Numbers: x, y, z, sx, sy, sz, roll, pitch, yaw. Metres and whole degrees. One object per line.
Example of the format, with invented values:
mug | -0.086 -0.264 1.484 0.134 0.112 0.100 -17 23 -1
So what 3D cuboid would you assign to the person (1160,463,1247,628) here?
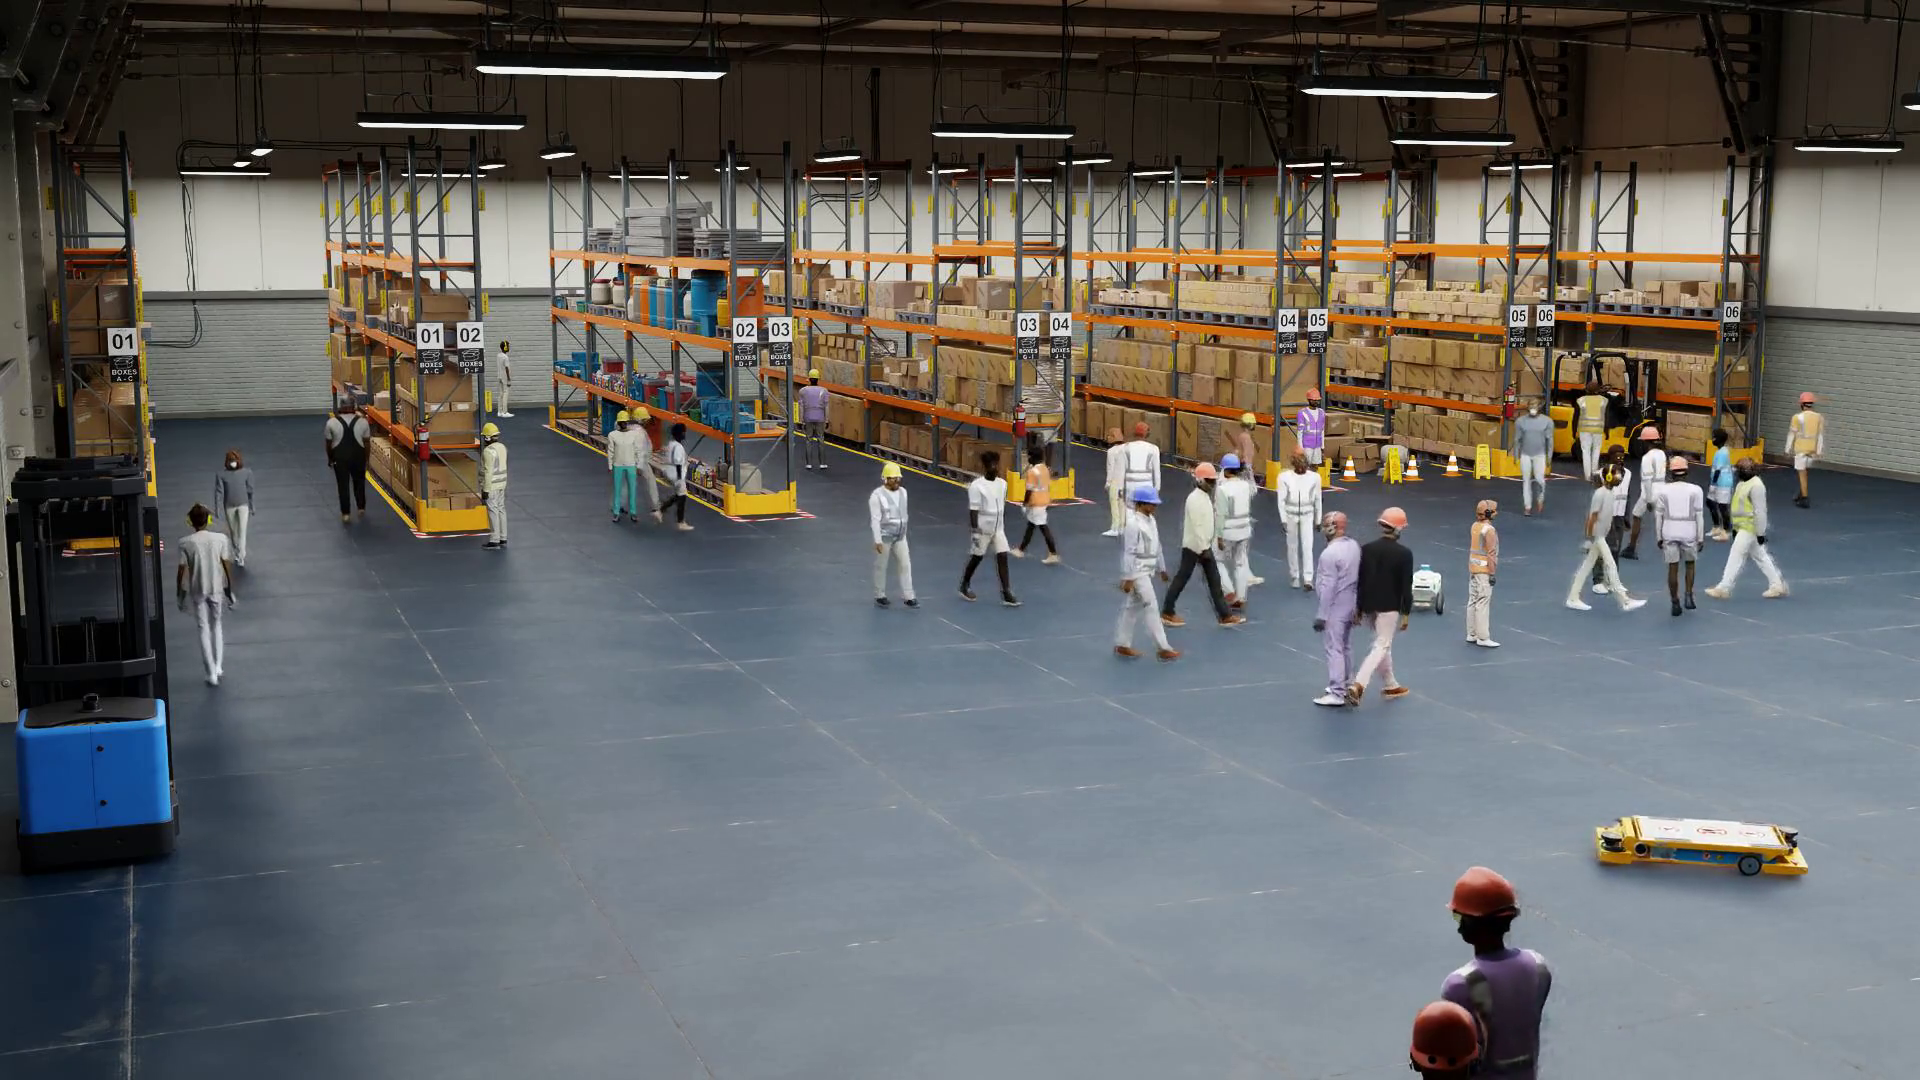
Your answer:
person | 2.802 0.068 24.408 1.045 1.943 0.607 4 10 27

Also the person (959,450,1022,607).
person | 0.348 -0.166 26.034 0.617 1.921 0.975 -6 11 -37

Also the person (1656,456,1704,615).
person | 8.710 -0.065 25.358 0.554 1.913 0.567 4 9 23

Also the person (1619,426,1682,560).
person | 9.737 -0.646 29.335 0.549 1.899 0.972 -7 11 -39

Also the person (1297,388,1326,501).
person | 5.990 -1.616 35.622 0.547 1.938 0.359 -4 9 -25

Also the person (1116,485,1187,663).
person | 2.082 0.366 22.519 0.930 1.909 0.608 3 9 22

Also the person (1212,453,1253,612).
person | 3.302 -0.088 25.470 0.619 1.932 0.440 -6 11 -36

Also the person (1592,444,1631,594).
person | 8.327 -0.279 26.806 0.589 1.912 0.372 -5 10 -28

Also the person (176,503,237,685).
person | -7.784 0.537 21.550 0.570 1.848 0.685 -5 10 -31

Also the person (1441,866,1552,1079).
person | 2.192 2.367 8.799 0.623 2.018 0.678 -5 10 -29

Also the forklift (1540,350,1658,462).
forklift | 12.897 -2.725 42.309 2.313 2.155 1.214 -3 9 -21

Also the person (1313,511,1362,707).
person | 3.701 0.656 20.619 0.404 1.904 0.649 6 10 34

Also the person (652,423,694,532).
person | -4.408 -0.967 32.138 0.527 1.679 0.540 -3 9 -21

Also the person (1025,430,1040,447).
person | 1.440 -2.405 41.077 0.563 1.878 1.032 -2 9 -11

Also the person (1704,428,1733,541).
person | 11.279 -0.822 31.175 0.501 1.677 0.548 3 9 18

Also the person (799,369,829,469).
person | -2.816 -2.331 40.419 0.586 1.928 0.380 0 9 1

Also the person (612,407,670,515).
person | -5.208 -1.274 33.899 0.905 1.784 0.600 -4 10 -28

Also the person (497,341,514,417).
person | -11.211 -3.961 51.530 0.323 1.865 0.517 -7 11 -38

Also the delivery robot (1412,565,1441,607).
delivery robot | 5.685 0.549 25.608 0.477 0.478 0.707 3 9 17

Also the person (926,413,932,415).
person | -0.743 -3.894 51.978 0.542 1.577 0.903 0 9 0

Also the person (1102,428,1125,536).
person | 2.346 -0.884 31.755 0.284 1.633 0.500 5 10 28

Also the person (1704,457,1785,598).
person | 9.981 -0.155 26.402 0.982 1.793 0.636 1 9 9

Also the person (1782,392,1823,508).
person | 14.078 -1.523 35.087 0.564 1.910 0.771 -2 9 -14

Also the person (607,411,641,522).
person | -5.327 -1.172 33.237 0.533 1.768 0.311 -2 9 -11

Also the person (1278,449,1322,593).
person | 4.358 -0.250 26.857 0.569 1.825 1.023 1 9 8

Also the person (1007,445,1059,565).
person | 0.997 -0.492 29.019 0.891 1.649 0.545 4 9 23

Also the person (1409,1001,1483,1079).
person | 1.694 2.585 7.426 0.623 1.992 0.397 2 9 11

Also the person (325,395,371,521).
person | -9.802 -1.337 33.562 0.686 2.000 0.990 -3 9 -18

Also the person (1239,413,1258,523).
person | 4.494 -1.128 32.946 0.392 1.753 0.550 0 9 3

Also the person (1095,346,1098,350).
person | 3.289 -3.652 49.398 0.610 1.869 0.993 -5 10 -29

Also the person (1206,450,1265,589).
person | 3.585 -0.259 27.014 0.873 1.802 0.652 1 9 3

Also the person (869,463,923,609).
person | -0.781 -0.035 25.535 0.613 1.794 0.849 -7 11 -39

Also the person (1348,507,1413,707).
person | 4.108 0.653 20.502 0.983 1.954 0.621 -7 11 -40

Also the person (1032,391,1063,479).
person | 1.707 -2.124 38.812 0.638 1.991 1.017 -3 9 -18

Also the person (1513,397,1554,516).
person | 9.249 -1.341 33.841 0.625 1.924 0.456 4 9 24

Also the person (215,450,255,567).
person | -10.074 -0.469 29.116 0.514 1.595 0.842 -2 9 -14

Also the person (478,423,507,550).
person | -6.798 -0.789 30.456 0.404 1.830 0.600 2 9 13

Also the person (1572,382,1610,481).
person | 11.644 -2.022 38.723 0.661 1.815 0.781 1 9 8

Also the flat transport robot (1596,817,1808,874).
flat transport robot | 5.481 2.250 15.522 1.431 0.197 0.652 2 9 13

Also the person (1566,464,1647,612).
person | 7.866 -0.019 25.425 1.003 1.802 0.535 5 10 28

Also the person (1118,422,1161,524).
person | 2.593 -0.770 30.171 0.614 1.877 0.399 2 9 11

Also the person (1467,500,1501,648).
person | 5.845 0.365 23.402 0.314 1.641 0.515 -1 9 -9

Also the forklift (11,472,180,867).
forklift | -6.630 0.886 15.957 1.129 2.768 1.873 -3 9 -21
